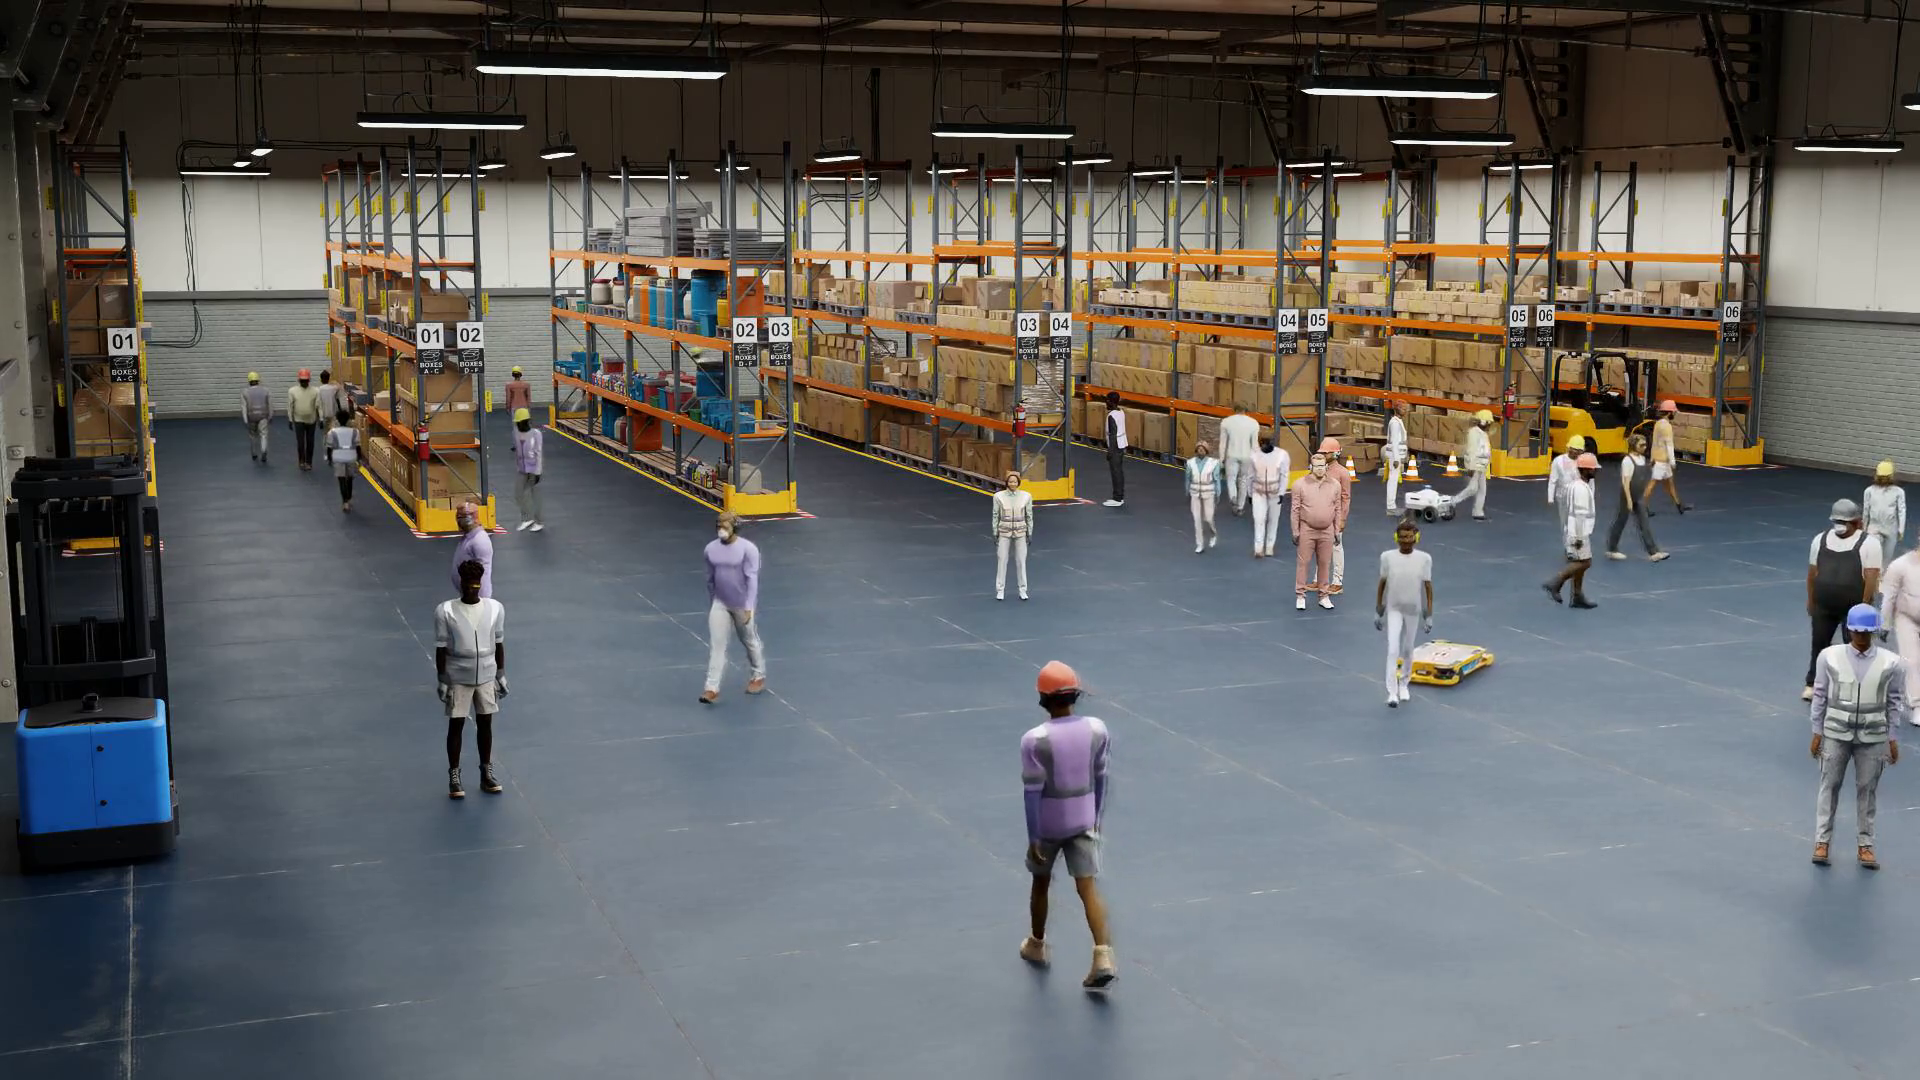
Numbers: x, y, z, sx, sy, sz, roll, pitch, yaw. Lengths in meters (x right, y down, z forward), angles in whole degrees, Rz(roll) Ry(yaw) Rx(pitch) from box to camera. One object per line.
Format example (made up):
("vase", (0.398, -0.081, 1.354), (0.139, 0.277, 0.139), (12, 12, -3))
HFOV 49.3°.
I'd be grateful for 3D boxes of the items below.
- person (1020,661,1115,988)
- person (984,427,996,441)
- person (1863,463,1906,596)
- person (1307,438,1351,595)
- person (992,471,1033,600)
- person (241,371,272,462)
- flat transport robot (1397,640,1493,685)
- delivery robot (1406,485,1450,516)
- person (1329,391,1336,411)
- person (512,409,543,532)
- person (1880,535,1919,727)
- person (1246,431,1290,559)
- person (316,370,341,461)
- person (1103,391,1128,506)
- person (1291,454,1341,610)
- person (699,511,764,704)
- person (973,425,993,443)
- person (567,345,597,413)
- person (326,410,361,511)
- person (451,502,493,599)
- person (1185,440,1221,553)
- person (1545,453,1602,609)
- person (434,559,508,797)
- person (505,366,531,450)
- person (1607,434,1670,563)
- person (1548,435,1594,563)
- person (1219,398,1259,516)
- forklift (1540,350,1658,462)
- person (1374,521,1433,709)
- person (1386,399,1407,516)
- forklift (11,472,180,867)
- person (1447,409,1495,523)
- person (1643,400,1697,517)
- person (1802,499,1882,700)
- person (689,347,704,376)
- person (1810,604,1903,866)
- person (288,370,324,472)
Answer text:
("person", (0.663, 1.749, 12.968), (0.604, 2.011, 1.004), (-3, 9, -21))
("person", (0.644, -3.072, 45.700), (0.588, 1.834, 0.984), (-3, 9, -20))
("person", (11.696, -0.135, 26.544), (0.499, 1.690, 0.897), (4, 9, 25))
("person", (4.710, -0.313, 26.749), (0.375, 1.995, 0.611), (-6, 11, -37))
("person", (0.659, -0.058, 26.265), (0.513, 1.630, 0.318), (0, 9, -2))
("person", (-13.988, -2.457, 41.685), (0.581, 1.801, 0.861), (-3, 9, -19))
("flat transport robot", (5.063, 1.278, 22.000), (0.652, 0.197, 1.431), (5, 10, 31))
("delivery robot", (7.472, -0.629, 33.460), (0.477, 0.478, 0.707), (-7, 11, -38))
("person", (9.039, -3.952, 51.459), (0.568, 1.864, 1.039), (-1, 9, -7))
("person", (-6.618, -1.062, 32.078), (0.613, 1.894, 0.564), (4, 10, 26))
("person", (9.094, 0.798, 19.858), (0.660, 1.855, 1.023), (-1, 9, -4))
("person", (4.321, -0.630, 29.527), (0.612, 1.784, 0.951), (2, 9, 14))
("person", (-12.544, -2.462, 41.638), (0.535, 1.838, 0.926), (-4, 9, -23))
("person", (2.613, -1.536, 35.156), (0.397, 1.919, 0.590), (3, 9, 19))
("person", (4.368, -0.104, 25.644), (0.642, 1.909, 0.410), (-1, 9, -8))
("person", (-2.256, 0.652, 20.710), (0.648, 1.889, 1.049), (3, 9, 21))
("person", (0.494, -2.659, 42.970), (0.510, 1.828, 0.998), (-3, 9, -17))
("person", (-8.933, -3.715, 49.799), (0.884, 1.892, 0.589), (-4, 9, -23))
("person", (-10.167, -1.315, 34.567), (0.545, 1.651, 0.866), (-4, 9, -26))
("person", (-4.943, 0.563, 21.209), (0.401, 1.904, 0.646), (-4, 9, -24))
("person", (3.490, -0.630, 30.052), (0.550, 1.622, 0.416), (4, 9, 24))
("person", (7.554, -0.119, 25.667), (0.549, 1.927, 0.540), (2, 9, 14))
("person", (-4.028, 1.126, 17.276), (0.600, 1.958, 0.378), (-5, 10, -31))
("person", (-9.245, -2.759, 43.821), (0.526, 1.765, 0.329), (-4, 9, -24))
("person", (9.423, -0.574, 29.157), (0.529, 1.787, 0.980), (-6, 11, -36))
("person", (8.565, -0.587, 29.347), (0.620, 1.771, 0.910), (2, 9, 15))
("person", (4.504, -1.328, 33.773), (0.636, 1.917, 0.716), (1, 9, 6))
("forklift", (12.897, -2.725, 42.309), (2.313, 2.155, 1.214), (-3, 9, -21))
("person", (4.340, 0.719, 20.459), (0.532, 1.821, 0.956), (1, 9, 8))
("person", (7.101, -1.352, 34.049), (0.352, 1.881, 0.576), (2, 9, 15))
("forklift", (-6.630, 0.886, 15.957), (1.129, 2.768, 1.873), (-3, 9, -21))
("person", (8.113, -1.183, 33.194), (0.639, 1.802, 0.632), (5, 10, 32))
("person", (11.401, -1.307, 33.717), (1.003, 1.884, 0.568), (1, 9, 3))
("person", (8.660, 0.603, 20.627), (0.694, 2.000, 0.535), (7, 11, 40))
("person", (-6.438, -3.898, 51.566), (0.660, 1.710, 0.591), (2, 9, 12))
("person", (6.560, 1.423, 15.354), (0.621, 1.942, 0.412), (3, 9, 20))
("person", (-12.491, -2.279, 40.023), (0.652, 1.935, 1.028), (-3, 9, -19))
